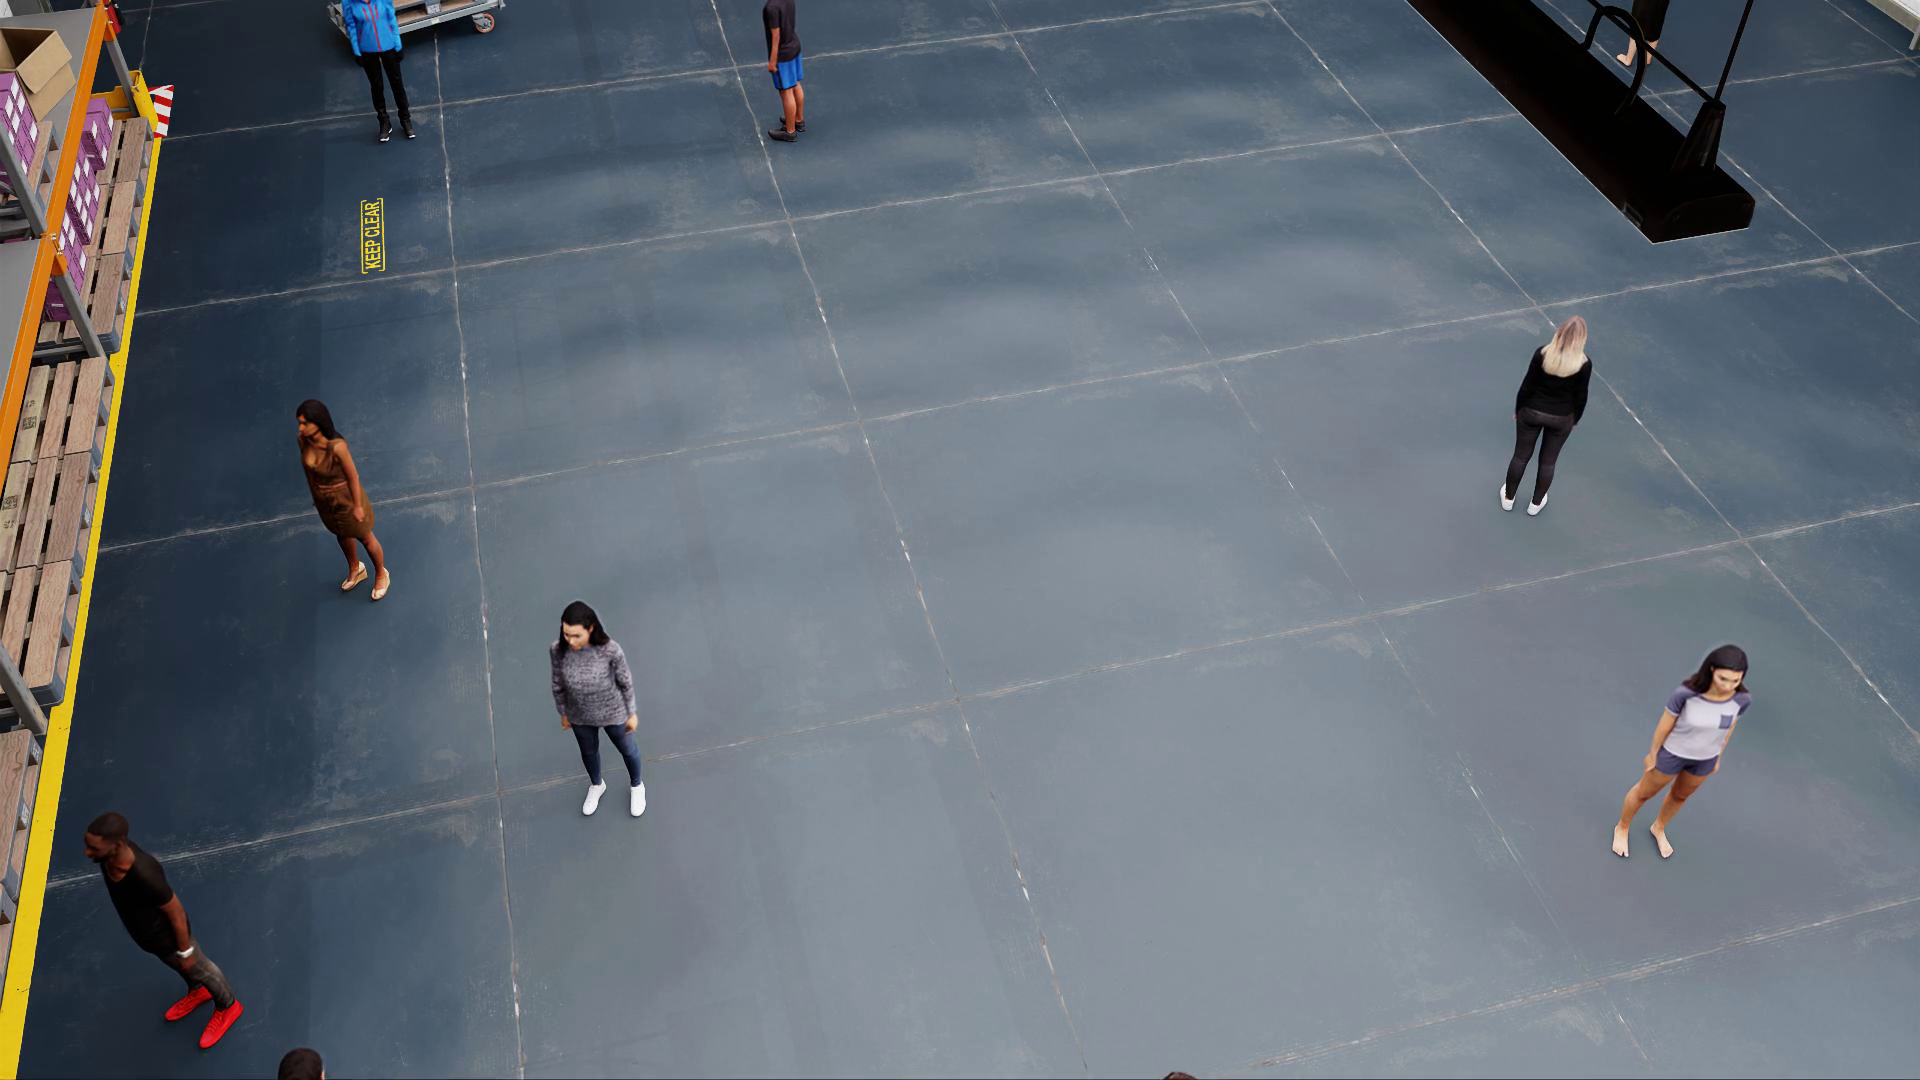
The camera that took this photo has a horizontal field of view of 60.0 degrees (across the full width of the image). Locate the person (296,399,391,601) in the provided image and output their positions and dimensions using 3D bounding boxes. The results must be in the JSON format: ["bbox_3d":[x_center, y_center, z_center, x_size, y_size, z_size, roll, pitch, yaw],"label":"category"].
[{"bbox_3d":[-4.184,-0.276,11.233,0.644,1.690,0.682,16,46,16],"label":"person"}]

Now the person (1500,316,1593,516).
[{"bbox_3d":[4.180,-0.881,11.871,0.698,1.686,0.729,16,46,16],"label":"person"}]

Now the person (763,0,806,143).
[{"bbox_3d":[-1.657,-4.639,15.733,0.773,1.800,0.694,16,46,16],"label":"person"}]

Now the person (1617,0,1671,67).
[{"bbox_3d":[7.060,-5.591,16.859,0.605,1.625,0.616,-3,44,-3],"label":"person"}]

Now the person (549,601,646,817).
[{"bbox_3d":[-2.141,0.998,9.865,0.677,1.732,0.622,1,44,2],"label":"person"}]

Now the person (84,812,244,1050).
[{"bbox_3d":[-4.199,2.014,8.747,0.689,1.805,0.777,27,50,26],"label":"person"}]

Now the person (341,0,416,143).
[{"bbox_3d":[-5.511,-4.650,15.749,0.611,1.795,0.502,-11,45,-11],"label":"person"}]

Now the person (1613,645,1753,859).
[{"bbox_3d":[4.205,1.227,9.624,0.640,1.733,0.602,2,44,3],"label":"person"}]
